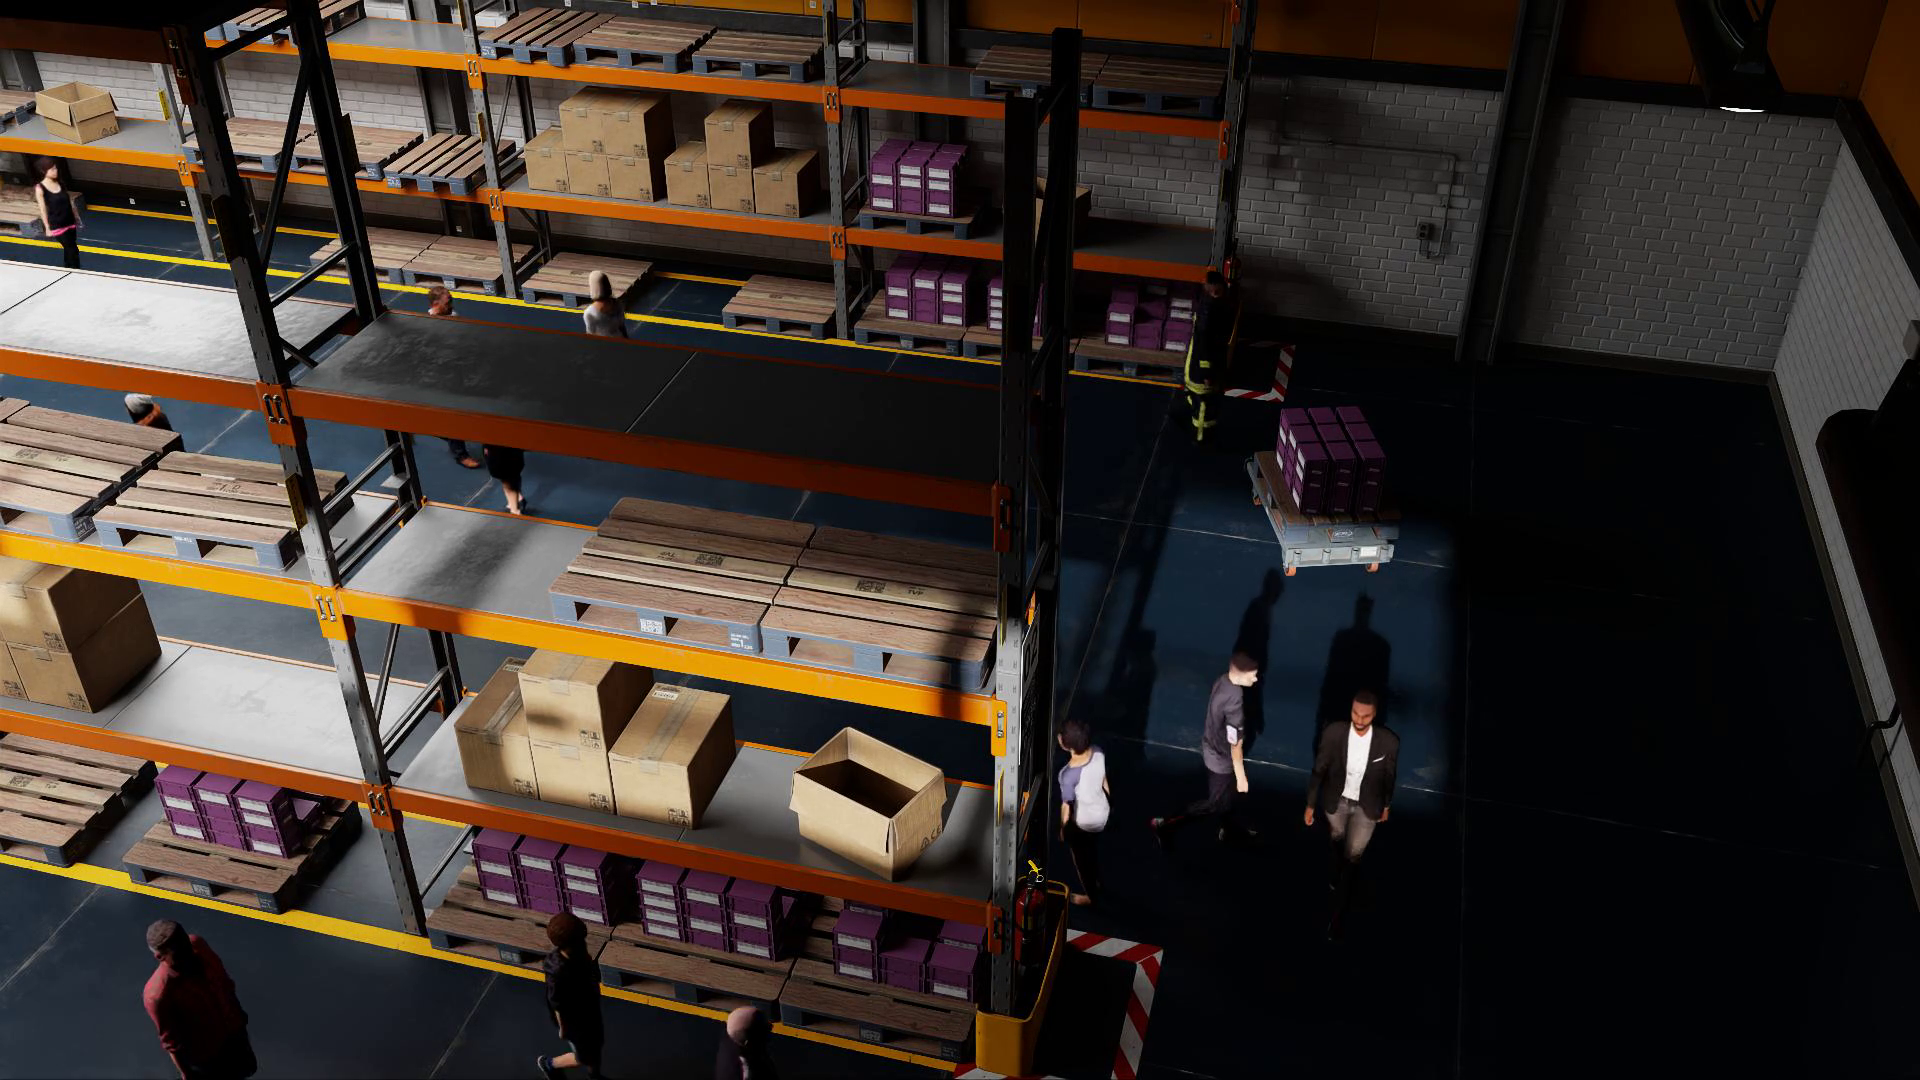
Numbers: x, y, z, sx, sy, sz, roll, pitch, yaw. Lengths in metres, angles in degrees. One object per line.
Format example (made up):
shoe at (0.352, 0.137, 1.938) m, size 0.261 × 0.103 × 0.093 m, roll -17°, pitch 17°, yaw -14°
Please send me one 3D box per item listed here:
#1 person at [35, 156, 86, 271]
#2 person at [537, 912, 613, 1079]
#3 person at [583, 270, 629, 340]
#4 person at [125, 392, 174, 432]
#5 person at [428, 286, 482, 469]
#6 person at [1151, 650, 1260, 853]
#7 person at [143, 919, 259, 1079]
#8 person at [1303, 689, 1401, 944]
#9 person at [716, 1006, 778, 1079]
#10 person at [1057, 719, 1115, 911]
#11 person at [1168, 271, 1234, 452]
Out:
person at (-10.325, -3.628, 18.992) m, size 0.755 × 1.535 × 0.561 m, roll 9°, pitch 35°, yaw 14°
person at (-2.251, 2.684, 9.587) m, size 0.702 × 1.435 × 0.527 m, roll 9°, pitch 35°, yaw 13°
person at (-3.313, -1.750, 15.980) m, size 0.676 × 1.742 × 0.715 m, roll -24°, pitch 40°, yaw -31°
person at (-6.780, -0.554, 14.285) m, size 0.630 × 1.626 × 0.646 m, roll 6°, pitch 34°, yaw 10°
person at (-4.860, -1.549, 15.592) m, size 0.777 × 1.837 × 0.712 m, roll 13°, pitch 36°, yaw 18°
person at (1.698, 1.448, 11.172) m, size 1.005 × 1.739 × 0.701 m, roll 3°, pitch 34°, yaw 5°
person at (-4.216, 2.730, 9.175) m, size 0.988 × 1.813 × 0.756 m, roll 5°, pitch 34°, yaw 7°
person at (2.556, 1.652, 10.845) m, size 1.049 × 1.759 × 0.800 m, roll 12°, pitch 35°, yaw 17°
person at (-1.179, 3.098, 8.619) m, size 0.924 × 1.816 × 0.877 m, roll -8°, pitch 34°, yaw -12°
person at (0.878, 1.808, 10.806) m, size 0.689 × 1.543 × 0.669 m, roll 23°, pitch 40°, yaw 30°
person at (2.266, -1.717, 15.834) m, size 0.820 × 1.849 × 0.735 m, roll 8°, pitch 35°, yaw 12°
